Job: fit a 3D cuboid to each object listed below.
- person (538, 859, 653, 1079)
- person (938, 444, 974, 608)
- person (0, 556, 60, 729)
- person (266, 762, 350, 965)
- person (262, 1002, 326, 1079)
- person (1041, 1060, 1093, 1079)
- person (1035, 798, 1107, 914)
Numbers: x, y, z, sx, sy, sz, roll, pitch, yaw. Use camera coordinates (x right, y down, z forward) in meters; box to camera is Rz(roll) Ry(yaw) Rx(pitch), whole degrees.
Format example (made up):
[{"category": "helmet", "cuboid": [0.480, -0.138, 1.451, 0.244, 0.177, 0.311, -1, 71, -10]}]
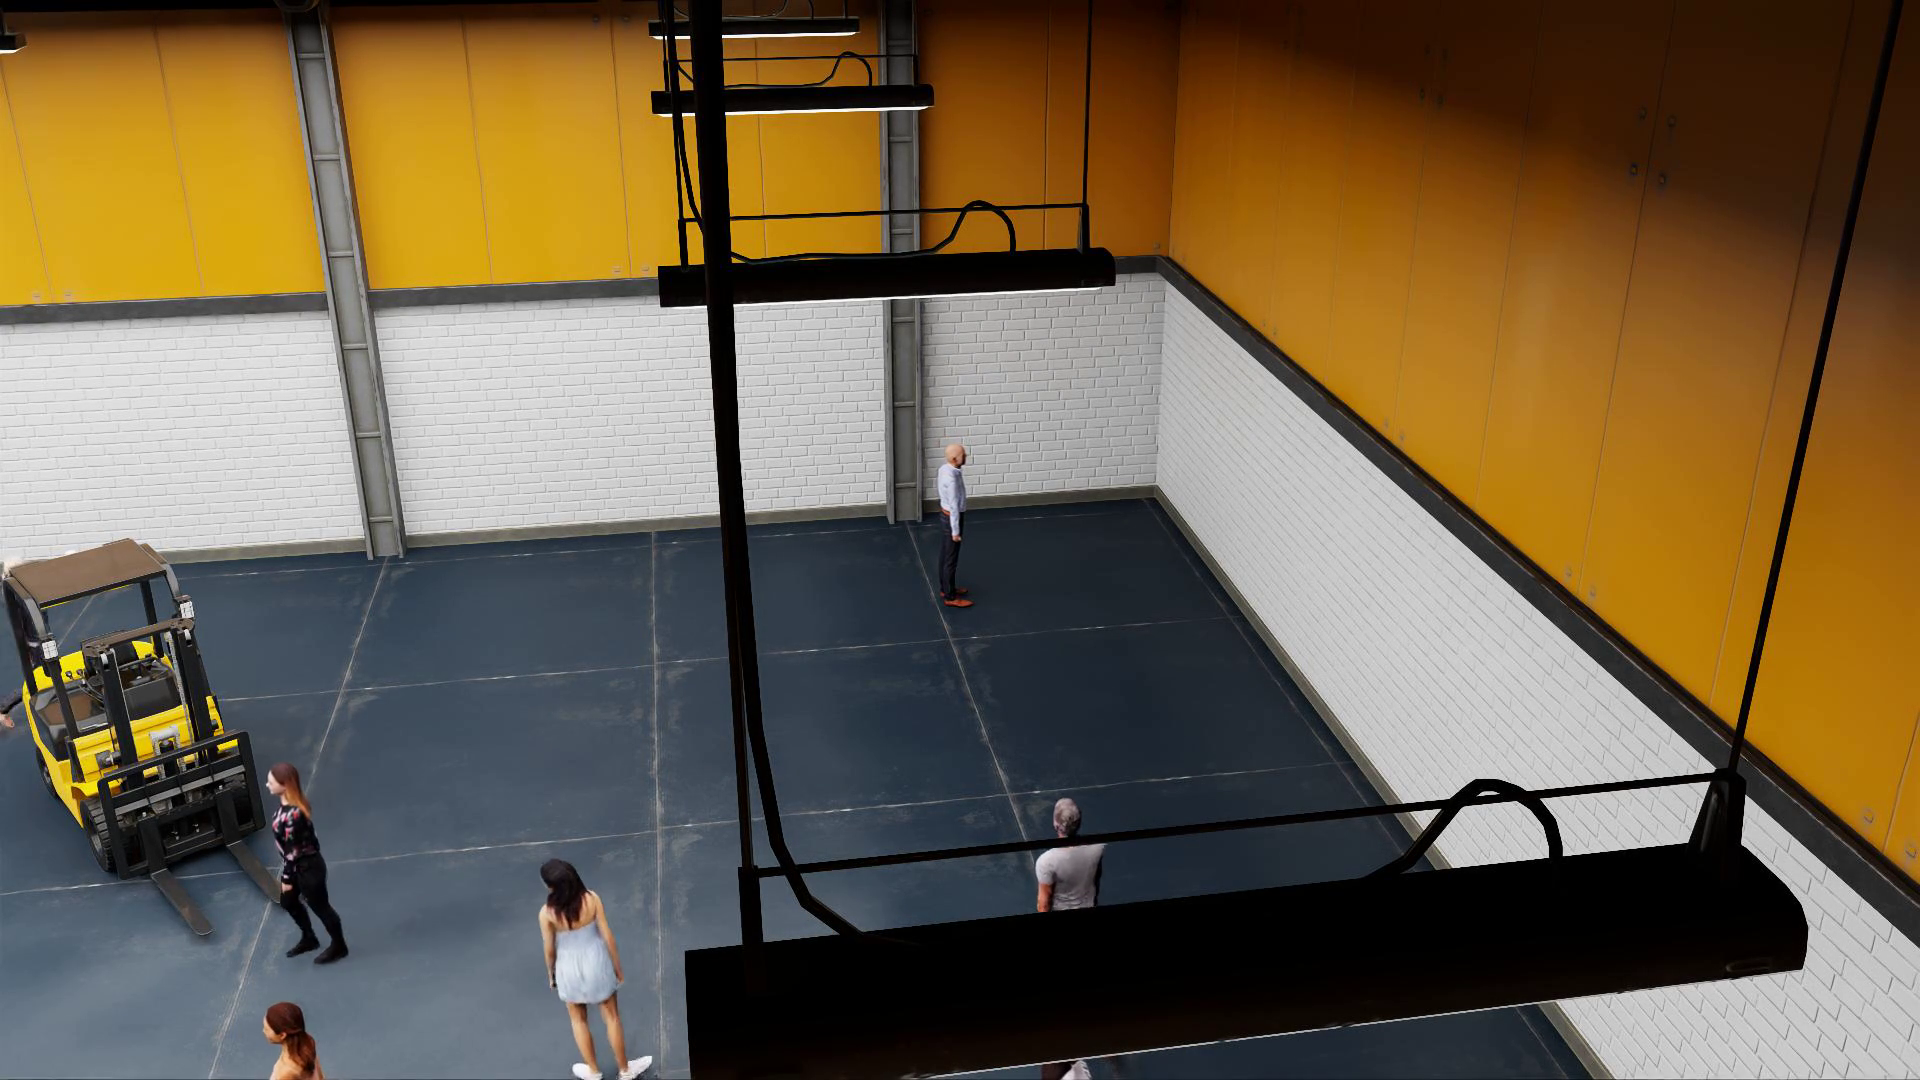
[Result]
[{"category": "person", "cuboid": [-2.409, 2.837, 10.849, 0.599, 1.702, 0.871, -3, 24, -7]}, {"category": "person", "cuboid": [-0.078, -0.177, 17.634, 0.550, 1.791, 0.632, -3, 24, -7]}, {"category": "person", "cuboid": [-8.538, 0.948, 15.167, 0.965, 1.706, 0.607, -4, 24, -10]}, {"category": "person", "cuboid": [-4.658, 2.333, 12.047, 0.735, 1.667, 0.680, -13, 27, -28]}, {"category": "person", "cuboid": [-3.585, 3.393, 9.467, 1.078, 1.792, 0.616, -3, 24, -7]}, {"category": "person", "cuboid": [0.576, 3.413, 9.441, 0.511, 1.776, 0.584, -3, 24, -7]}, {"category": "person", "cuboid": [0.796, 2.614, 11.242, 1.205, 1.798, 0.970, -9, 25, -21]}]
